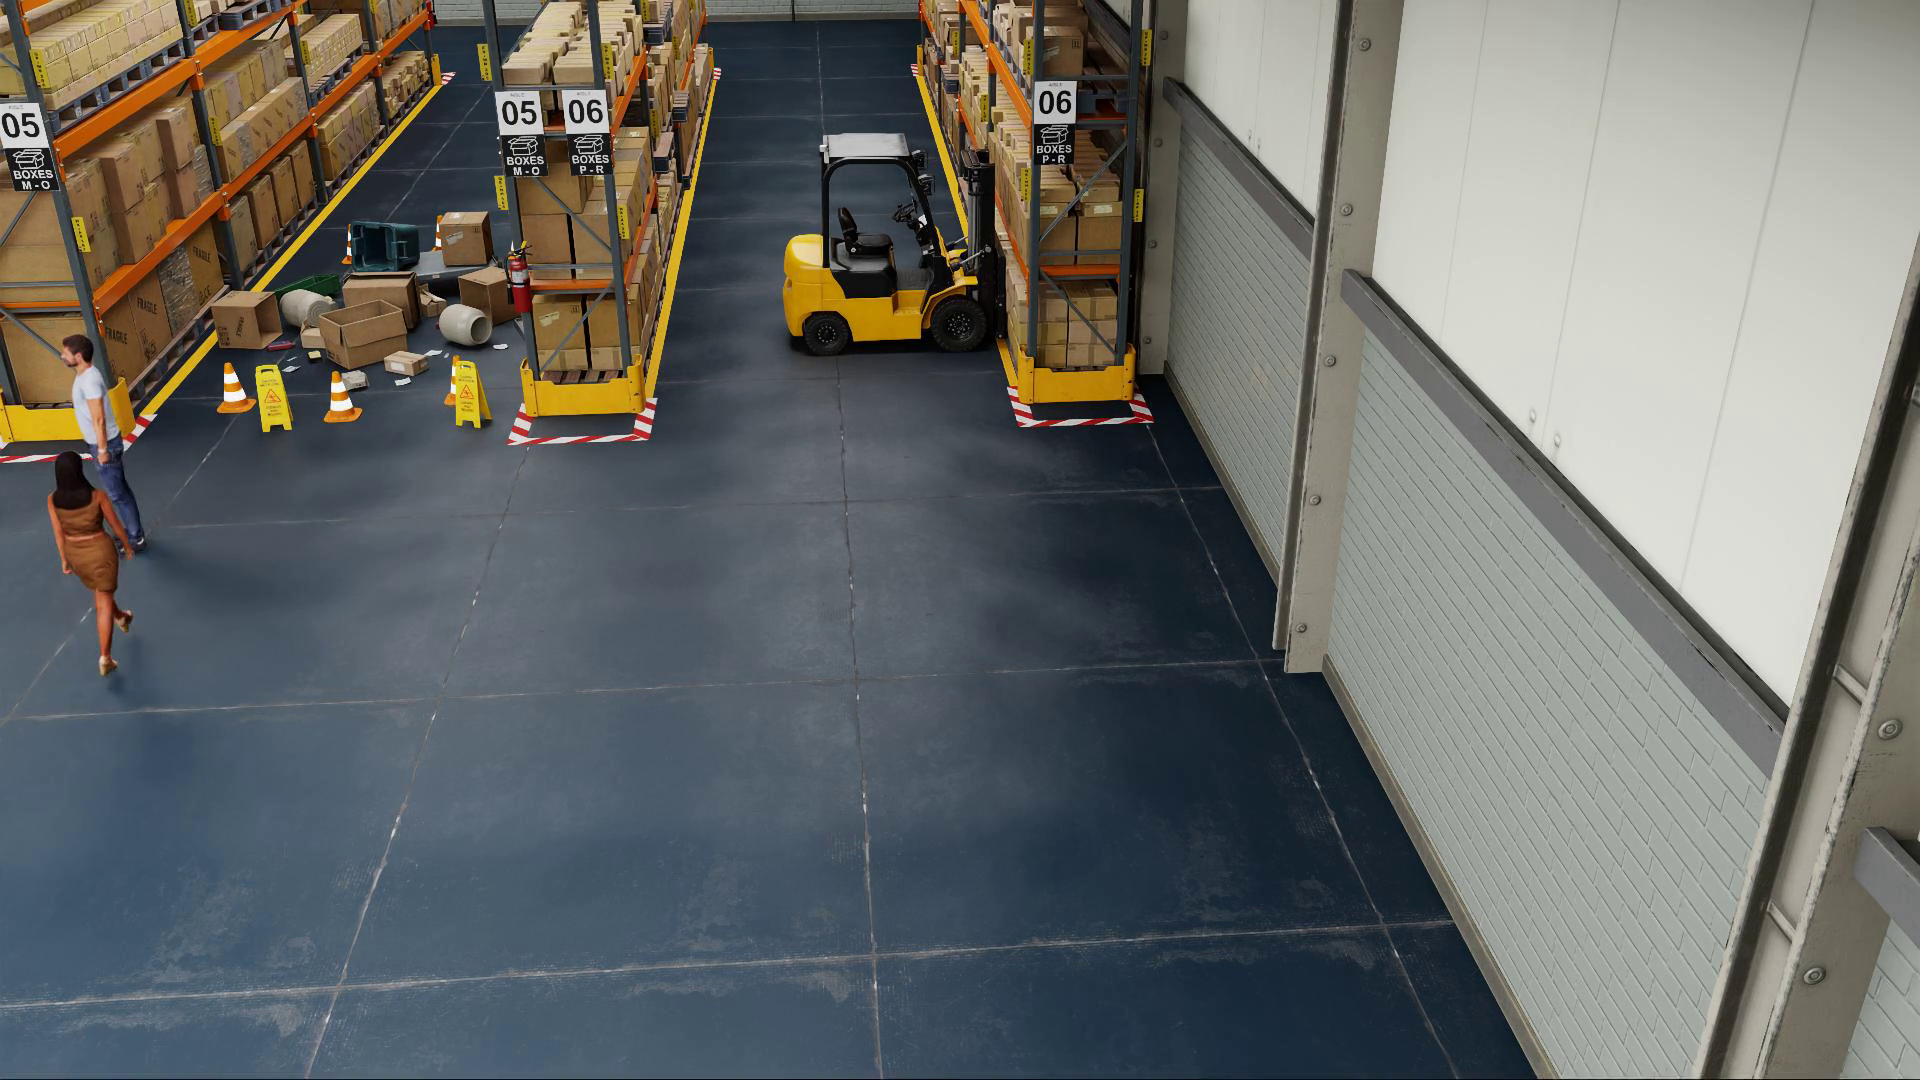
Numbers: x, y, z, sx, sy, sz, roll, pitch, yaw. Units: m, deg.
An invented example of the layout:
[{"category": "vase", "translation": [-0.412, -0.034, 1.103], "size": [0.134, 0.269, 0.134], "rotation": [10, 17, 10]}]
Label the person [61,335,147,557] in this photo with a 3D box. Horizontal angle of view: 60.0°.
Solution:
[{"category": "person", "translation": [-7.046, -0.811, 13.725], "size": [0.774, 1.866, 0.645], "rotation": [-16, 31, -28]}]

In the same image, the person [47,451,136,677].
[{"category": "person", "translation": [-6.272, 0.201, 12.012], "size": [0.644, 1.635, 1.089], "rotation": [-4, 28, -9]}]
